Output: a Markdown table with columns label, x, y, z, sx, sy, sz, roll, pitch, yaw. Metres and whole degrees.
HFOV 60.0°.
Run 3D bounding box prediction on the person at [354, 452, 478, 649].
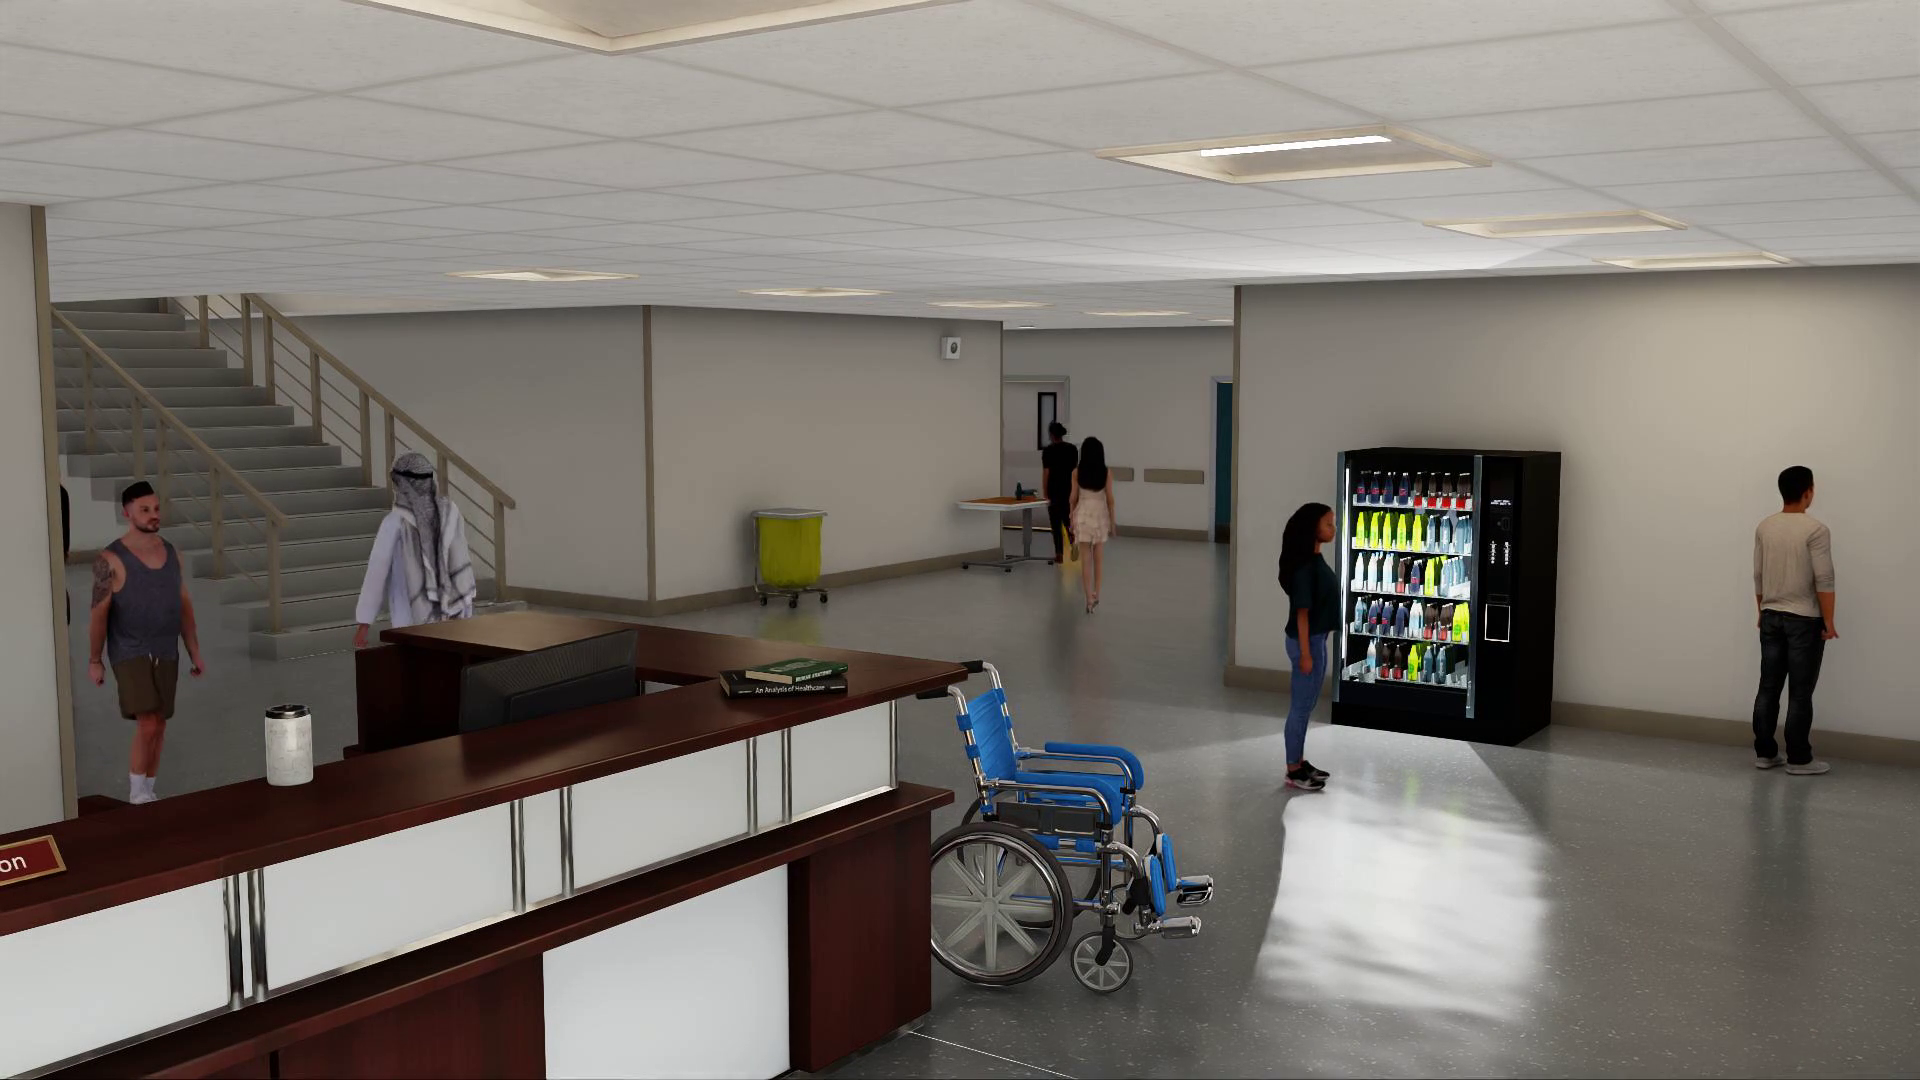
| label | x | y | z | sx | sy | sz | roll | pitch | yaw |
| --- | --- | --- | --- | --- | --- | --- | --- | --- | --- |
| person | -2.839 | 0.506 | 9.065 | 1.315 | 1.873 | 0.765 | 3 | 7 | 29 |

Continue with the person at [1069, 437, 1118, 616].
| label | x | y | z | sx | sy | sz | roll | pitch | yaw |
| --- | --- | --- | --- | --- | --- | --- | --- | --- | --- |
| person | 1.263 | -0.117 | 16.084 | 0.945 | 1.707 | 0.936 | 0 | 6 | 4 |

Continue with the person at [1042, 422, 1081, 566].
| label | x | y | z | sx | sy | sz | roll | pitch | yaw |
| --- | --- | --- | --- | --- | --- | --- | --- | --- | --- |
| person | 1.256 | -0.547 | 20.201 | 0.932 | 1.739 | 1.014 | -1 | 6 | -14 |

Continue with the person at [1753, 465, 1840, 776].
| label | x | y | z | sx | sy | sz | roll | pitch | yaw |
| --- | --- | --- | --- | --- | --- | --- | --- | --- | --- |
| person | 4.899 | 0.462 | 9.808 | 0.784 | 1.812 | 0.643 | -3 | 7 | -29 |

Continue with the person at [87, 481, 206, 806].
| label | x | y | z | sx | sy | sz | roll | pitch | yaw |
| --- | --- | --- | --- | --- | --- | --- | --- | --- | --- |
| person | -4.388 | 0.599 | 8.832 | 0.649 | 1.827 | 0.665 | 3 | 7 | 29 |

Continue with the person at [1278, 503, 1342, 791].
| label | x | y | z | sx | sy | sz | roll | pitch | yaw |
| --- | --- | --- | --- | --- | --- | --- | --- | --- | --- |
| person | 1.988 | 0.592 | 9.508 | 0.670 | 1.614 | 0.663 | 2 | 6 | 20 |
